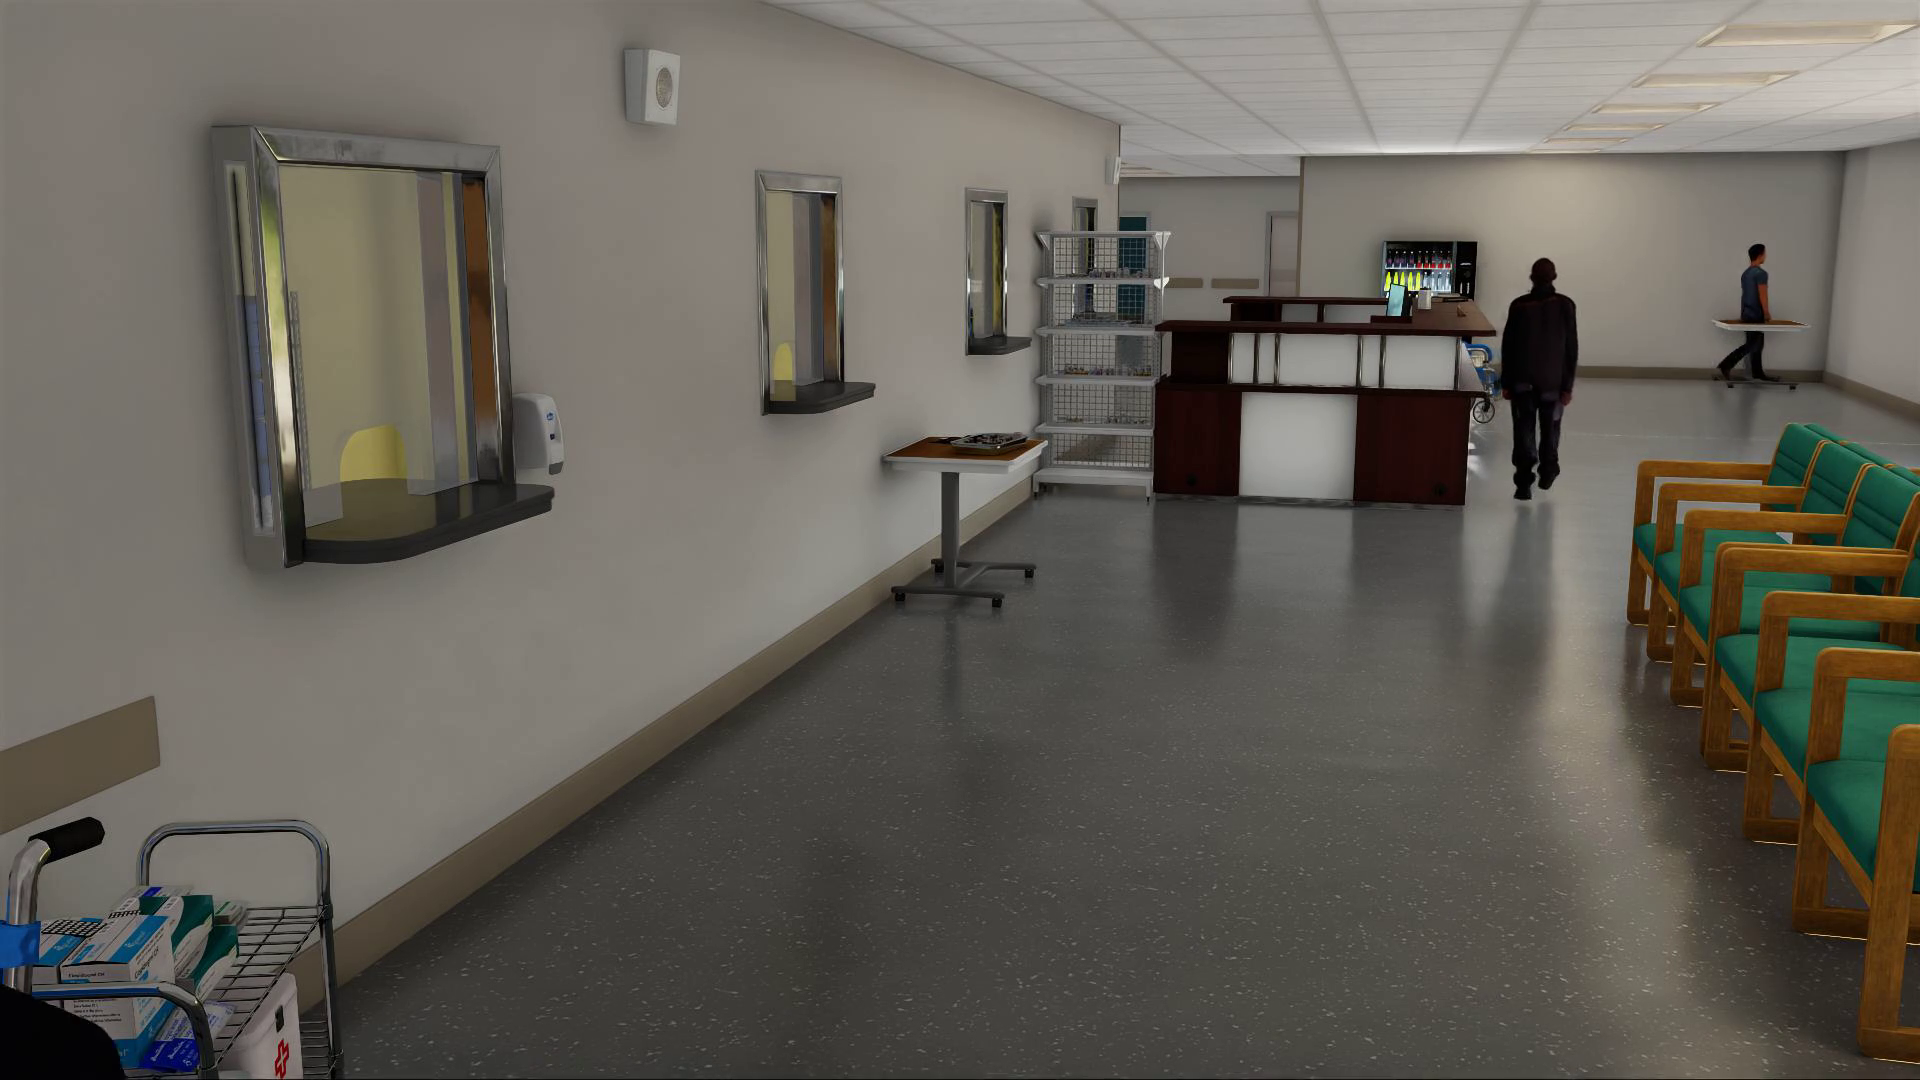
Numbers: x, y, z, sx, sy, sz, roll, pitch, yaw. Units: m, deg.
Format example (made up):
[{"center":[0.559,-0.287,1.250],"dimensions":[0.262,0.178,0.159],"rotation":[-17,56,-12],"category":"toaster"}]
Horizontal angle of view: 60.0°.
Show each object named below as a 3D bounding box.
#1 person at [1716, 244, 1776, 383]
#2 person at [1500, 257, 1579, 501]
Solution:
[{"center":[10.174,-2.889,21.442],"dimensions":[1.096,1.787,0.775],"rotation":[1,11,4],"category":"person"},{"center":[4.270,-1.157,12.312],"dimensions":[1.152,1.788,0.834],"rotation":[4,11,20],"category":"person"}]
